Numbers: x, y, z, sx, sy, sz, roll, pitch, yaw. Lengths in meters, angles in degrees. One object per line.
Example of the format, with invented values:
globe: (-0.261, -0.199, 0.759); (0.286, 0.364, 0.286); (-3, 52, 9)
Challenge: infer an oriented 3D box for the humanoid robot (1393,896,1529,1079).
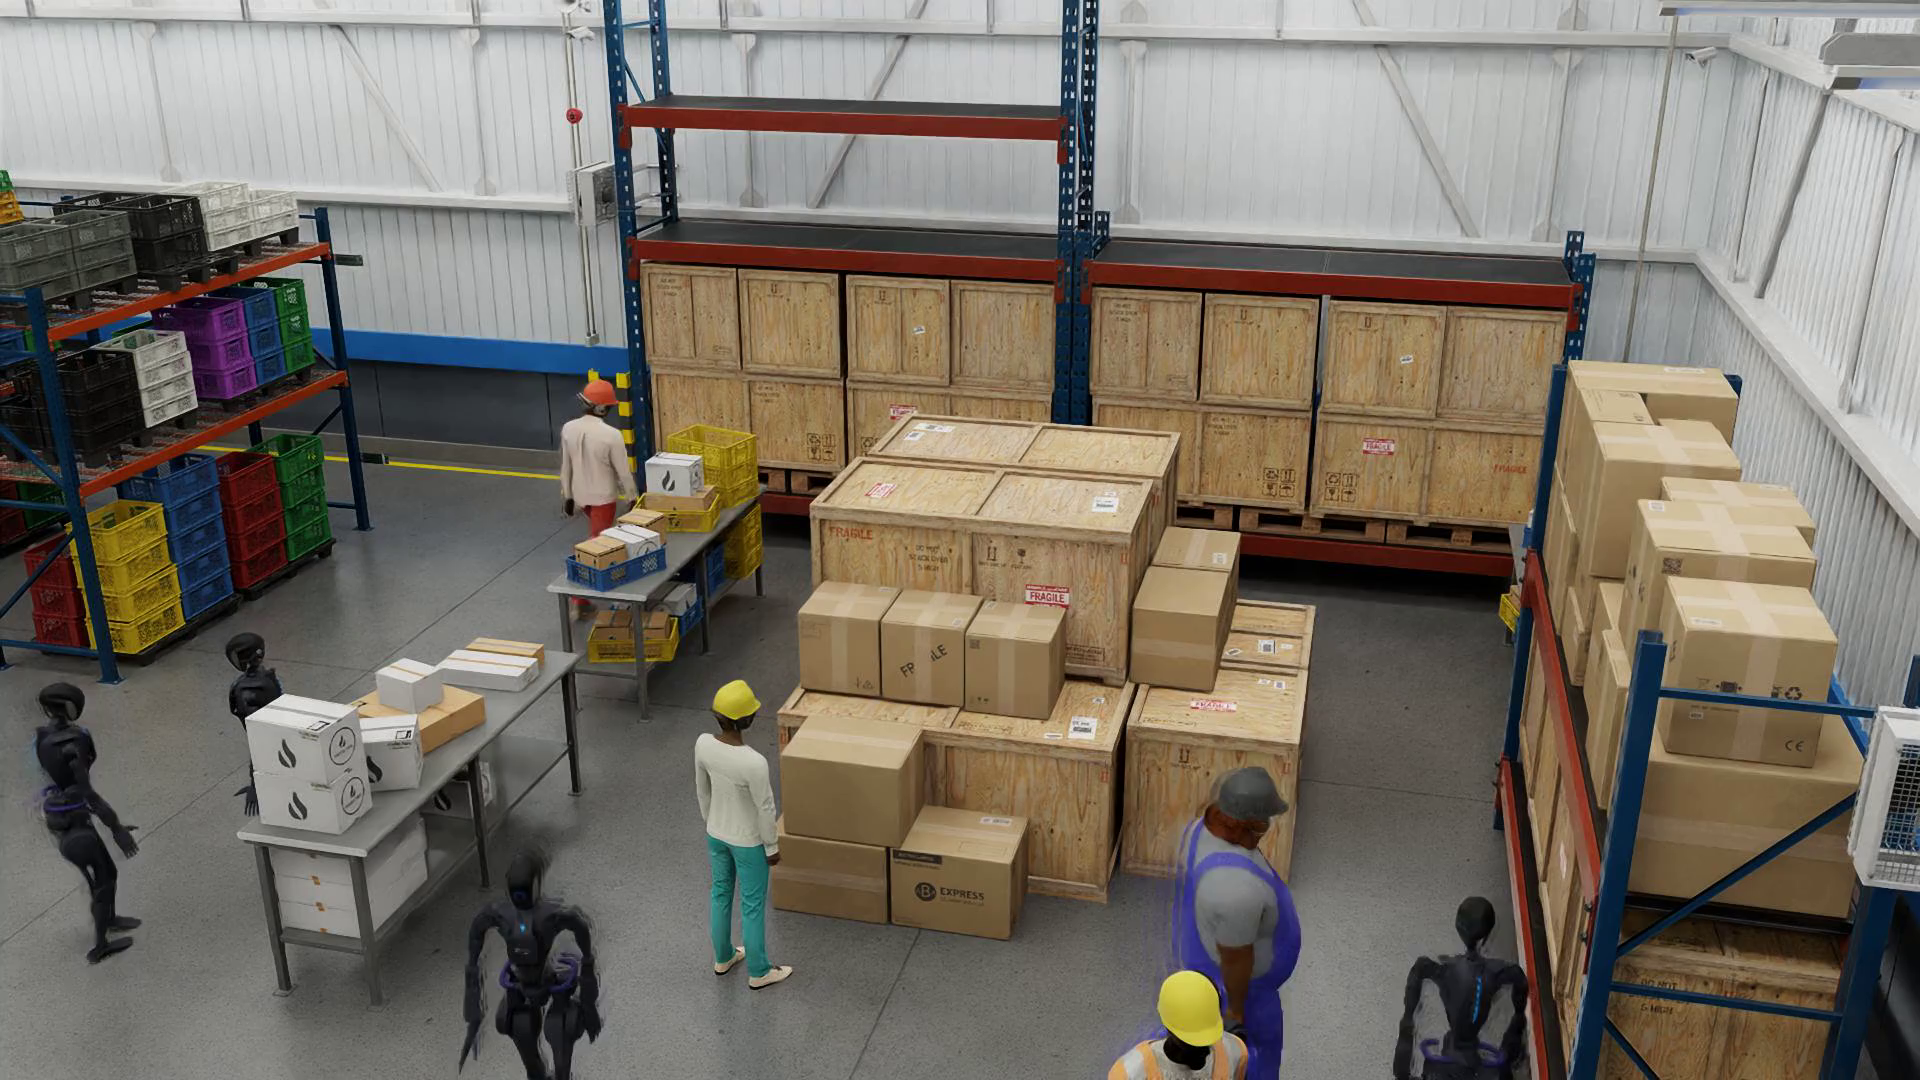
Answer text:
humanoid robot: (2.125, 2.311, 7.098); (0.581, 1.609, 0.751); (2, 21, 5)

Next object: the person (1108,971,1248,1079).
person: (0.821, 2.451, 6.311); (0.587, 1.927, 0.383); (-9, 23, -22)

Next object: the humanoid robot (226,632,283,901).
humanoid robot: (-4.034, 1.299, 9.660); (0.327, 1.653, 0.601); (-6, 22, -15)

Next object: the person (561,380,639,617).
person: (-2.984, -0.358, 13.659); (0.613, 1.939, 0.986); (13, 24, 30)

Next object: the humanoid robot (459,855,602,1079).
humanoid robot: (-1.922, 2.146, 7.488); (0.553, 1.626, 0.696); (2, 21, 5)

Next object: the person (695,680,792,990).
person: (-1.168, 1.563, 8.858); (0.522, 1.768, 0.311); (15, 25, 34)

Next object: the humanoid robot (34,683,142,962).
humanoid robot: (-4.769, 1.510, 9.125); (0.429, 1.635, 0.582); (-13, 24, -30)

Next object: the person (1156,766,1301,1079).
person: (1.172, 1.902, 7.591); (0.904, 2.000, 0.684); (-3, 21, -9)

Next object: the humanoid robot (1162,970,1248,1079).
humanoid robot: (0.918, 2.449, 6.648); (0.588, 1.657, 0.328); (-13, 24, -30)
